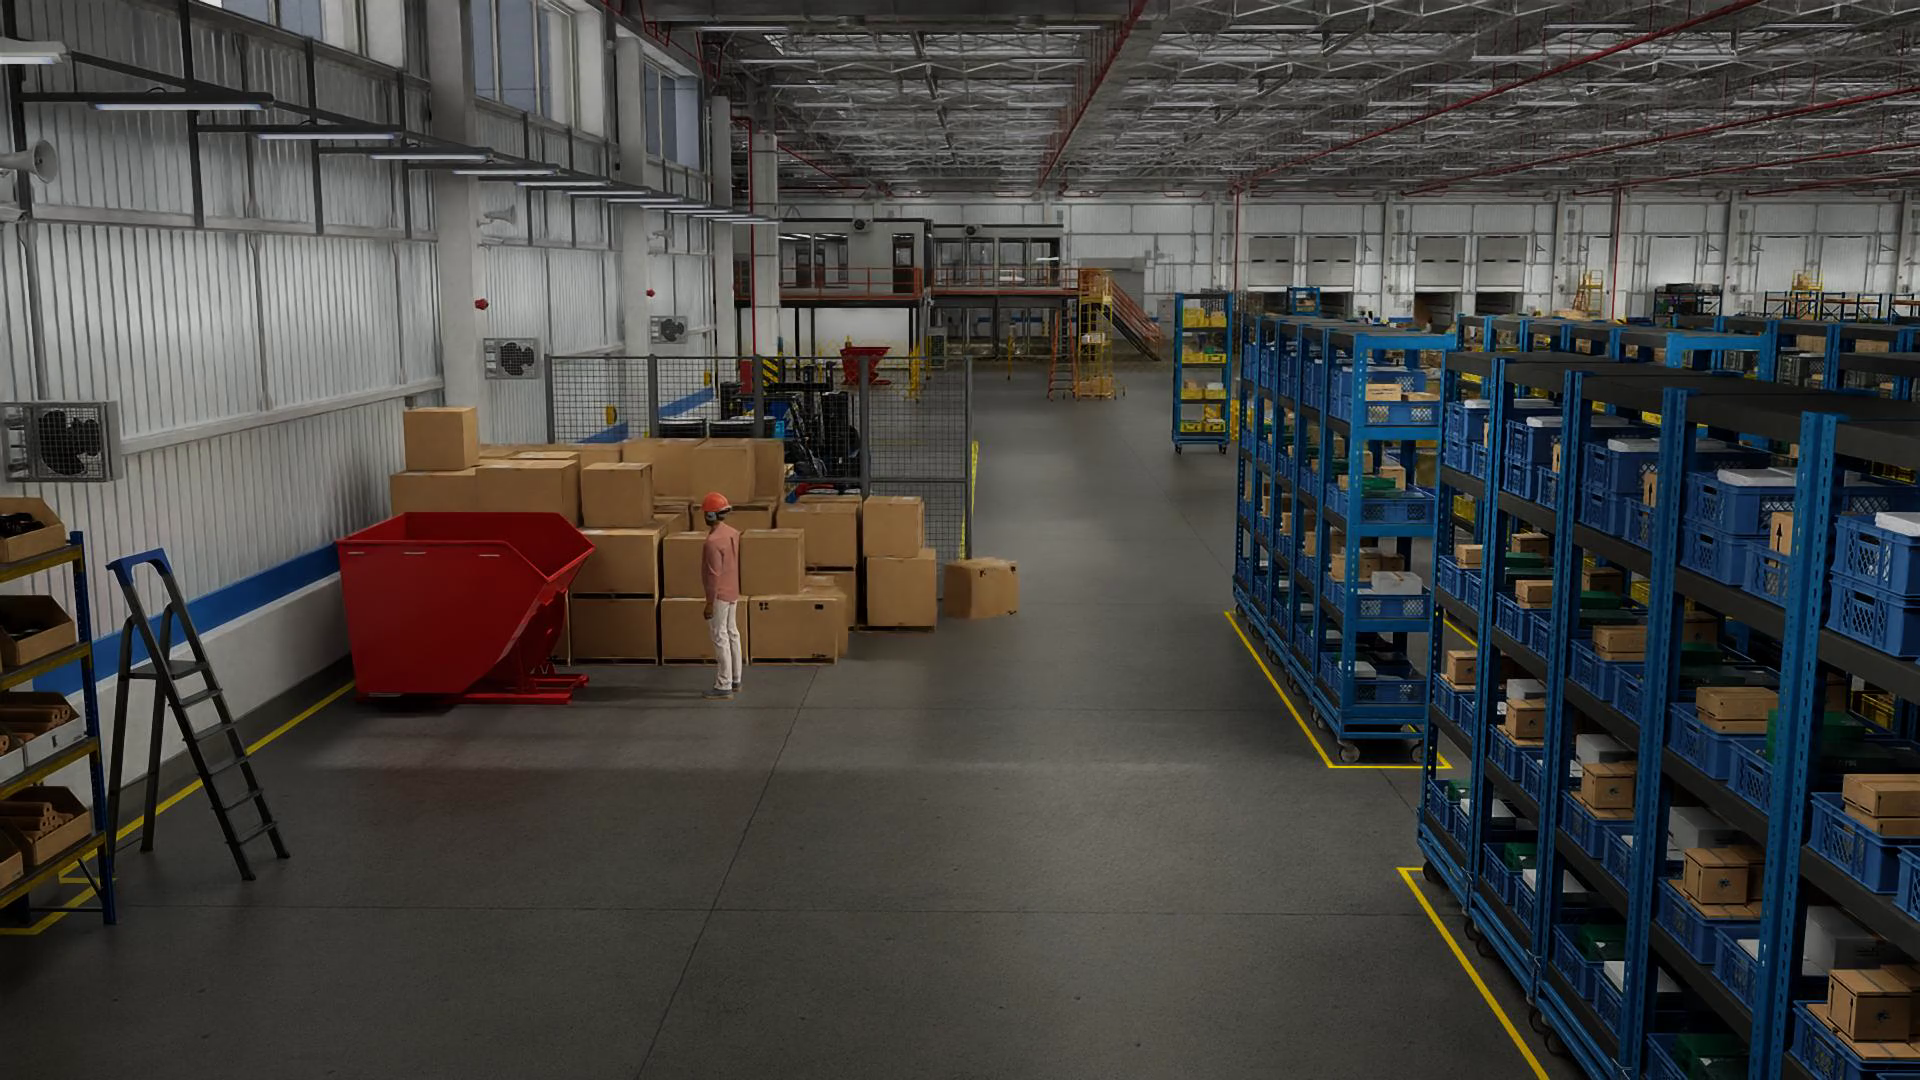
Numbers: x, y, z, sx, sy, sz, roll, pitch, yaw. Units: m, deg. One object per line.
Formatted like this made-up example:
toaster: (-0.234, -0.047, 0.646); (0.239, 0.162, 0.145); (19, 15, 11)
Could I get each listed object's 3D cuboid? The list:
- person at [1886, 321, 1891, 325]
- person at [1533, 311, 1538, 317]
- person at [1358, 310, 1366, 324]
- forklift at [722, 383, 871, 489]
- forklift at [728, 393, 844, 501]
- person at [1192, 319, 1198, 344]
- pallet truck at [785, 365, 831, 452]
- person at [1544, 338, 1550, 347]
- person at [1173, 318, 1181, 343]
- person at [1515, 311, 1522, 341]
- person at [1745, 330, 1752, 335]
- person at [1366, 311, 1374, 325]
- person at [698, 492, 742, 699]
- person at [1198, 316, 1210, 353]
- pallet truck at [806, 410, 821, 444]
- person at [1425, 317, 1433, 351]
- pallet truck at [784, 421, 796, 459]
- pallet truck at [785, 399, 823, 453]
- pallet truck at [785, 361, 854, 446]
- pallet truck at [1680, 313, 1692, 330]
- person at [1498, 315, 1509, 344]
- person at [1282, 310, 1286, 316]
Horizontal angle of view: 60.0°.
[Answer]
person: (41.284, -8.802, 74.051); (0.509, 1.849, 0.425); (-1, 9, -3)
person: (32.067, -11.804, 92.467); (0.458, 1.884, 0.757); (6, 11, 32)
person: (23.106, -12.310, 95.768); (0.568, 1.829, 0.629); (2, 9, 10)
forklift: (-2.893, -1.687, 28.729); (2.680, 1.987, 1.157); (0, 9, -1)
forklift: (-2.979, -1.316, 26.476); (2.680, 1.987, 1.157); (0, 9, 1)
person: (13.163, -11.886, 92.910); (0.385, 1.902, 0.695); (-3, 10, -19)
pallet truck: (-3.774, -2.976, 37.635); (1.885, 1.965, 0.823); (1, 9, 5)
person: (19.923, -5.935, 56.407); (0.404, 1.827, 0.600); (8, 12, 42)
person: (10.535, -9.830, 80.387); (0.505, 1.847, 0.346); (-7, 11, -35)
person: (30.152, -11.367, 89.650); (0.379, 1.923, 0.597); (-6, 11, -33)
person: (34.620, -8.769, 73.241); (0.542, 2.000, 0.698); (0, 9, -2)
person: (22.184, -11.435, 90.059); (0.589, 1.920, 0.398); (-7, 12, -37)
person: (-2.321, 0.532, 16.006); (0.396, 1.992, 0.623); (2, 10, 14)
person: (12.023, -10.095, 81.975); (0.618, 1.863, 1.026); (-1, 9, -6)
pallet truck: (-3.559, -2.018, 33.905); (1.522, 1.261, 0.704); (0, 9, -1)
person: (22.505, -9.728, 79.709); (0.619, 1.866, 0.598); (2, 9, 14)
pallet truck: (-4.013, -1.793, 32.705); (1.601, 1.201, 0.680); (0, 9, 1)
pallet truck: (-3.814, -2.432, 36.419); (1.630, 1.274, 0.653); (0, 9, 1)
pallet truck: (-3.410, -3.193, 38.978); (1.885, 1.965, 0.823); (0, 9, -1)
pallet truck: (36.315, -10.531, 84.244); (0.823, 1.965, 1.885); (-6, 11, -33)
person: (27.731, -10.546, 84.711); (0.978, 1.883, 0.603); (-2, 9, -11)
person: (18.825, -12.397, 96.174); (0.494, 1.857, 0.552); (4, 10, 26)
